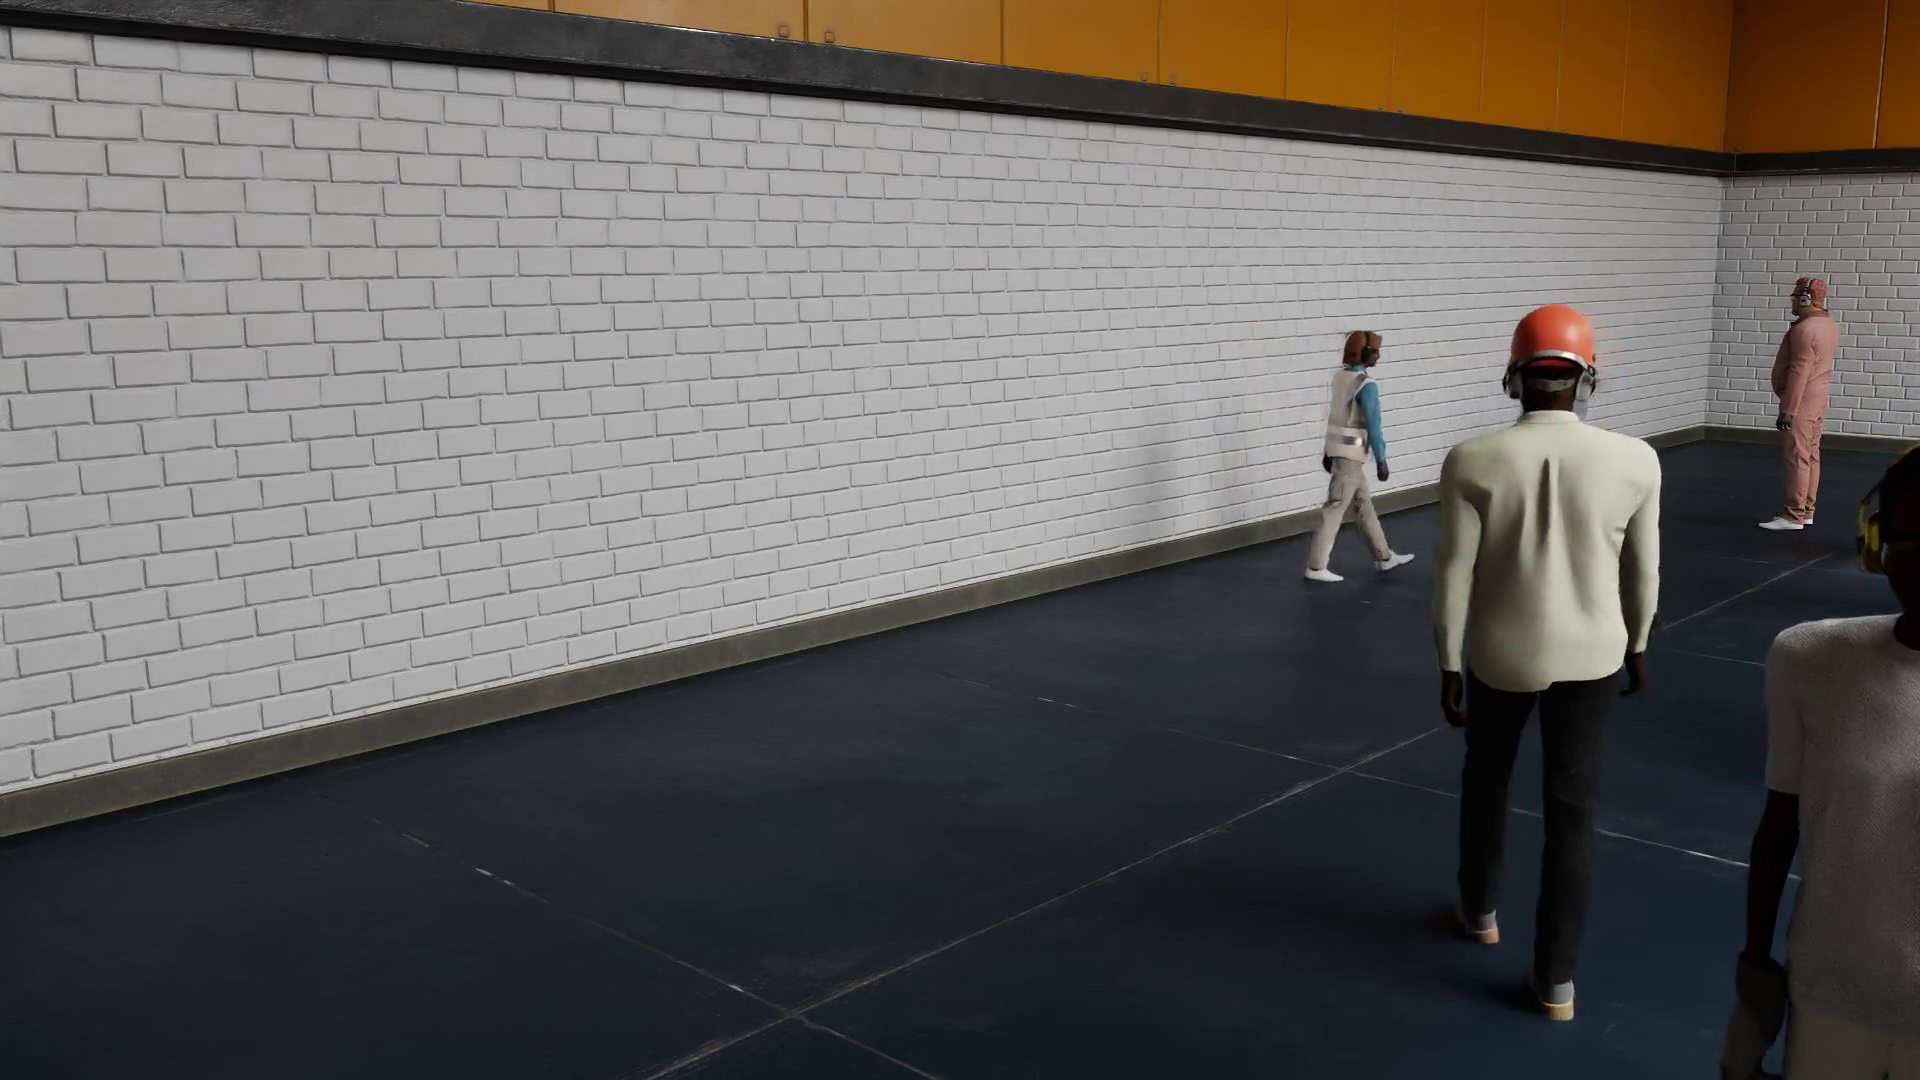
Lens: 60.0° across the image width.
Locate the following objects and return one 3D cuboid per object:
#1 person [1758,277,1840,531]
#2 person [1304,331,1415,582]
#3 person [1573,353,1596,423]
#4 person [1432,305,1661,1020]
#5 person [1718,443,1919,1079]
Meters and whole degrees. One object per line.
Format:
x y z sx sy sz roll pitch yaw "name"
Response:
6.341 -1.020 12.573 0.409 1.909 0.643 9 13 42 "person"
2.584 -0.521 10.574 0.827 1.594 0.546 -1 10 -7 "person"
3.320 -0.309 9.428 0.536 1.586 0.881 -9 13 -42 "person"
1.687 0.312 4.838 0.635 1.960 0.905 2 10 14 "person"
1.472 0.757 2.577 0.534 1.865 0.323 9 13 40 "person"
